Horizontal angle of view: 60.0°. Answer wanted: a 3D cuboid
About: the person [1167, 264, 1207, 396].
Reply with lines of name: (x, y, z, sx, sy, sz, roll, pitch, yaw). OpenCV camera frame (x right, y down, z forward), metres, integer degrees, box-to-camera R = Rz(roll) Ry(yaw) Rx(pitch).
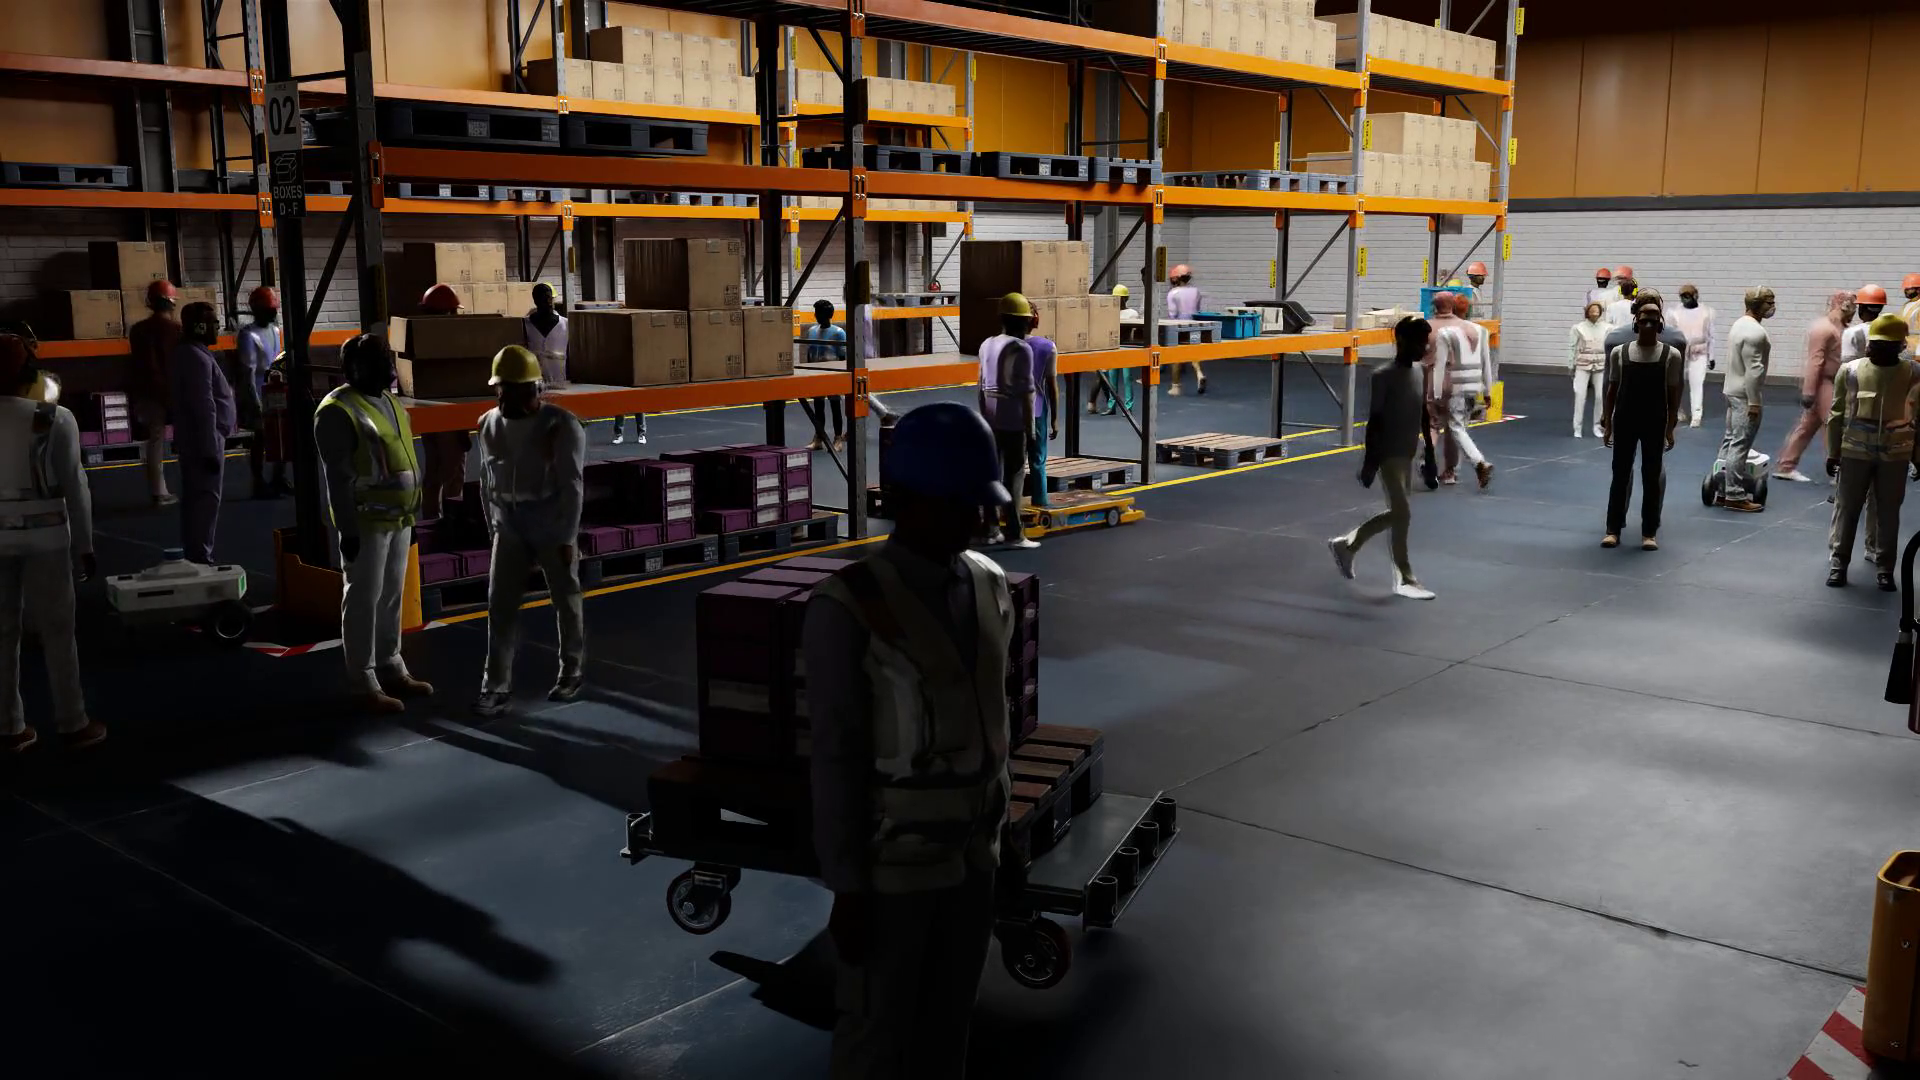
person: (3.430, -3.167, 25.197, 0.611, 2.024, 0.792, -4, 11, -20)

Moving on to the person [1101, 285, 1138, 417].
person: (2.146, -2.537, 22.337, 0.525, 1.769, 0.313, 7, 12, 35)

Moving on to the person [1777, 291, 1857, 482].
person: (8.307, -1.428, 15.795, 0.990, 1.845, 0.650, 8, 13, 39)

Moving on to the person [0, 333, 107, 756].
person: (-4.160, 0.027, 7.399, 0.585, 1.882, 0.337, -1, 10, -7)

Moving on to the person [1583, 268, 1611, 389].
person: (10.271, -3.384, 26.678, 0.544, 1.936, 0.359, 7, 12, 35)

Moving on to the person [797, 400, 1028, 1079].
person: (-0.074, 0.668, 3.581, 0.398, 1.943, 0.603, 8, 13, 38)

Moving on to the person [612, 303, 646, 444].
person: (-3.833, -1.909, 19.168, 0.498, 1.626, 0.289, 0, 10, 2)

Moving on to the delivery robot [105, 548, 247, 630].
delivery robot: (-4.435, 0.290, 9.415, 0.707, 0.478, 0.477, -6, 12, -31)

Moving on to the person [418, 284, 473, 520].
person: (-3.714, -0.838, 12.008, 0.614, 1.994, 0.381, 9, 13, 41)

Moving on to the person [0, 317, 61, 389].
person: (-5.598, -0.397, 9.945, 0.533, 1.844, 0.642, -2, 10, -9)

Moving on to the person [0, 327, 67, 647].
person: (-5.441, -0.301, 9.479, 0.708, 1.805, 0.630, 6, 12, 30)

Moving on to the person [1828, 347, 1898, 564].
person: (6.492, -0.636, 11.870, 0.513, 1.639, 0.313, 2, 10, 11)

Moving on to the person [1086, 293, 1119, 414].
person: (1.977, -2.559, 22.800, 0.546, 1.640, 0.854, 7, 12, 36)

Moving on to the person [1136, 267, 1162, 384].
person: (3.157, -3.563, 27.620, 0.372, 1.961, 0.601, -1, 10, -4)

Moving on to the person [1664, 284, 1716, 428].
person: (9.286, -2.357, 21.204, 0.634, 1.813, 0.800, 4, 11, 21)

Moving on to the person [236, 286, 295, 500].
person: (-6.162, -1.302, 14.869, 0.549, 1.914, 0.584, 2, 10, 12)

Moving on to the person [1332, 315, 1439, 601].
person: (2.793, -0.553, 10.844, 0.575, 1.836, 0.761, -8, 13, -38)

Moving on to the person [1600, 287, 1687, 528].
person: (5.490, -1.058, 13.419, 0.627, 1.941, 0.371, 2, 10, 10)

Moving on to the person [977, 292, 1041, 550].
person: (0.377, -0.888, 12.486, 0.375, 1.924, 0.593, -7, 12, -36)

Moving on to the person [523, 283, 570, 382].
person: (-3.971, -1.492, 15.942, 0.593, 1.921, 0.388, -3, 10, -16)

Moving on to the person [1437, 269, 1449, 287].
person: (8.344, -3.773, 29.014, 0.593, 1.885, 0.688, 2, 10, 13)

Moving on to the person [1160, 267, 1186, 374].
person: (3.749, -3.894, 29.630, 0.780, 1.913, 0.571, -6, 11, -29)

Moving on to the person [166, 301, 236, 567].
person: (-5.063, -0.643, 11.174, 0.398, 1.900, 0.645, -7, 12, -33)

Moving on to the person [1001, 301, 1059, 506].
person: (0.497, -0.959, 13.123, 0.564, 1.846, 0.390, 2, 10, 11)

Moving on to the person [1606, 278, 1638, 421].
person: (8.640, -2.465, 21.627, 0.532, 1.870, 0.315, 7, 12, 35)

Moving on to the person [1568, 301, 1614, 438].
person: (7.501, -2.025, 19.794, 0.544, 1.633, 0.324, 1, 10, 7)

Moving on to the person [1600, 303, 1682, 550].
person: (5.096, -0.844, 12.470, 0.509, 1.846, 0.342, 5, 11, 25)

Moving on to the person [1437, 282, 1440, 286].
person: (7.205, -3.023, 25.194, 0.527, 1.741, 0.320, 3, 11, 19)

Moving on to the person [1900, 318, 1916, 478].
person: (8.958, -1.352, 16.081, 0.852, 1.583, 0.516, -6, 12, -30)

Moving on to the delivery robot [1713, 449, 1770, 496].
delivery robot: (6.898, -0.633, 14.670, 0.477, 0.478, 0.707, 7, 12, 36)

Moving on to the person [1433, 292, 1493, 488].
person: (4.767, -1.395, 15.617, 0.646, 1.848, 0.871, -4, 11, -22)

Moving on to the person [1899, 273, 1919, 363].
person: (12.135, -2.438, 21.275, 0.360, 1.940, 0.543, 0, 10, -1)

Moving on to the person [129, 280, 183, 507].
person: (-6.979, -1.308, 14.744, 0.642, 1.961, 0.817, 1, 10, 7)

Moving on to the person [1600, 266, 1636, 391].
person: (10.052, -3.186, 25.410, 0.631, 1.979, 0.612, 10, 14, 43)

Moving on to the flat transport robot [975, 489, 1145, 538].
flat transport robot: (0.786, -0.226, 13.428, 1.431, 0.197, 0.652, -9, 14, -43)

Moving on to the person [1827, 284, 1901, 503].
person: (7.921, -1.262, 14.582, 0.542, 1.939, 0.362, -1, 10, -7)

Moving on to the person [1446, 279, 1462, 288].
person: (7.835, -3.275, 26.549, 0.329, 1.763, 0.523, 0, 10, 0)

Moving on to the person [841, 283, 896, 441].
person: (-1.125, -2.093, 19.377, 0.615, 1.916, 0.641, 0, 10, 0)

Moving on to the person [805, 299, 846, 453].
person: (-1.489, -1.811, 18.411, 0.531, 1.692, 0.320, 6, 12, 32)

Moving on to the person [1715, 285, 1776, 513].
person: (6.760, -1.214, 14.313, 0.355, 1.936, 0.633, 2, 10, 13)

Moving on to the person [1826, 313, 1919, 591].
person: (6.061, -0.580, 11.006, 0.602, 1.828, 0.404, 5, 11, 26)

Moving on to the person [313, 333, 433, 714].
person: (-2.857, -0.086, 8.156, 0.429, 1.846, 0.627, 2, 10, 9)

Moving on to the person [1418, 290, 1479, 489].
person: (4.527, -1.410, 15.664, 0.647, 1.874, 0.864, 4, 11, 21)

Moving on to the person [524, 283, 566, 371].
person: (-5.031, -2.217, 20.320, 0.589, 1.834, 0.403, 7, 12, 33)

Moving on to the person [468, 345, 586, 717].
person: (-2.097, -0.038, 8.040, 0.600, 1.786, 0.843, 2, 10, 11)

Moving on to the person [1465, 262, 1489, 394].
person: (7.714, -3.136, 24.957, 0.374, 2.042, 0.615, 6, 12, 32)
